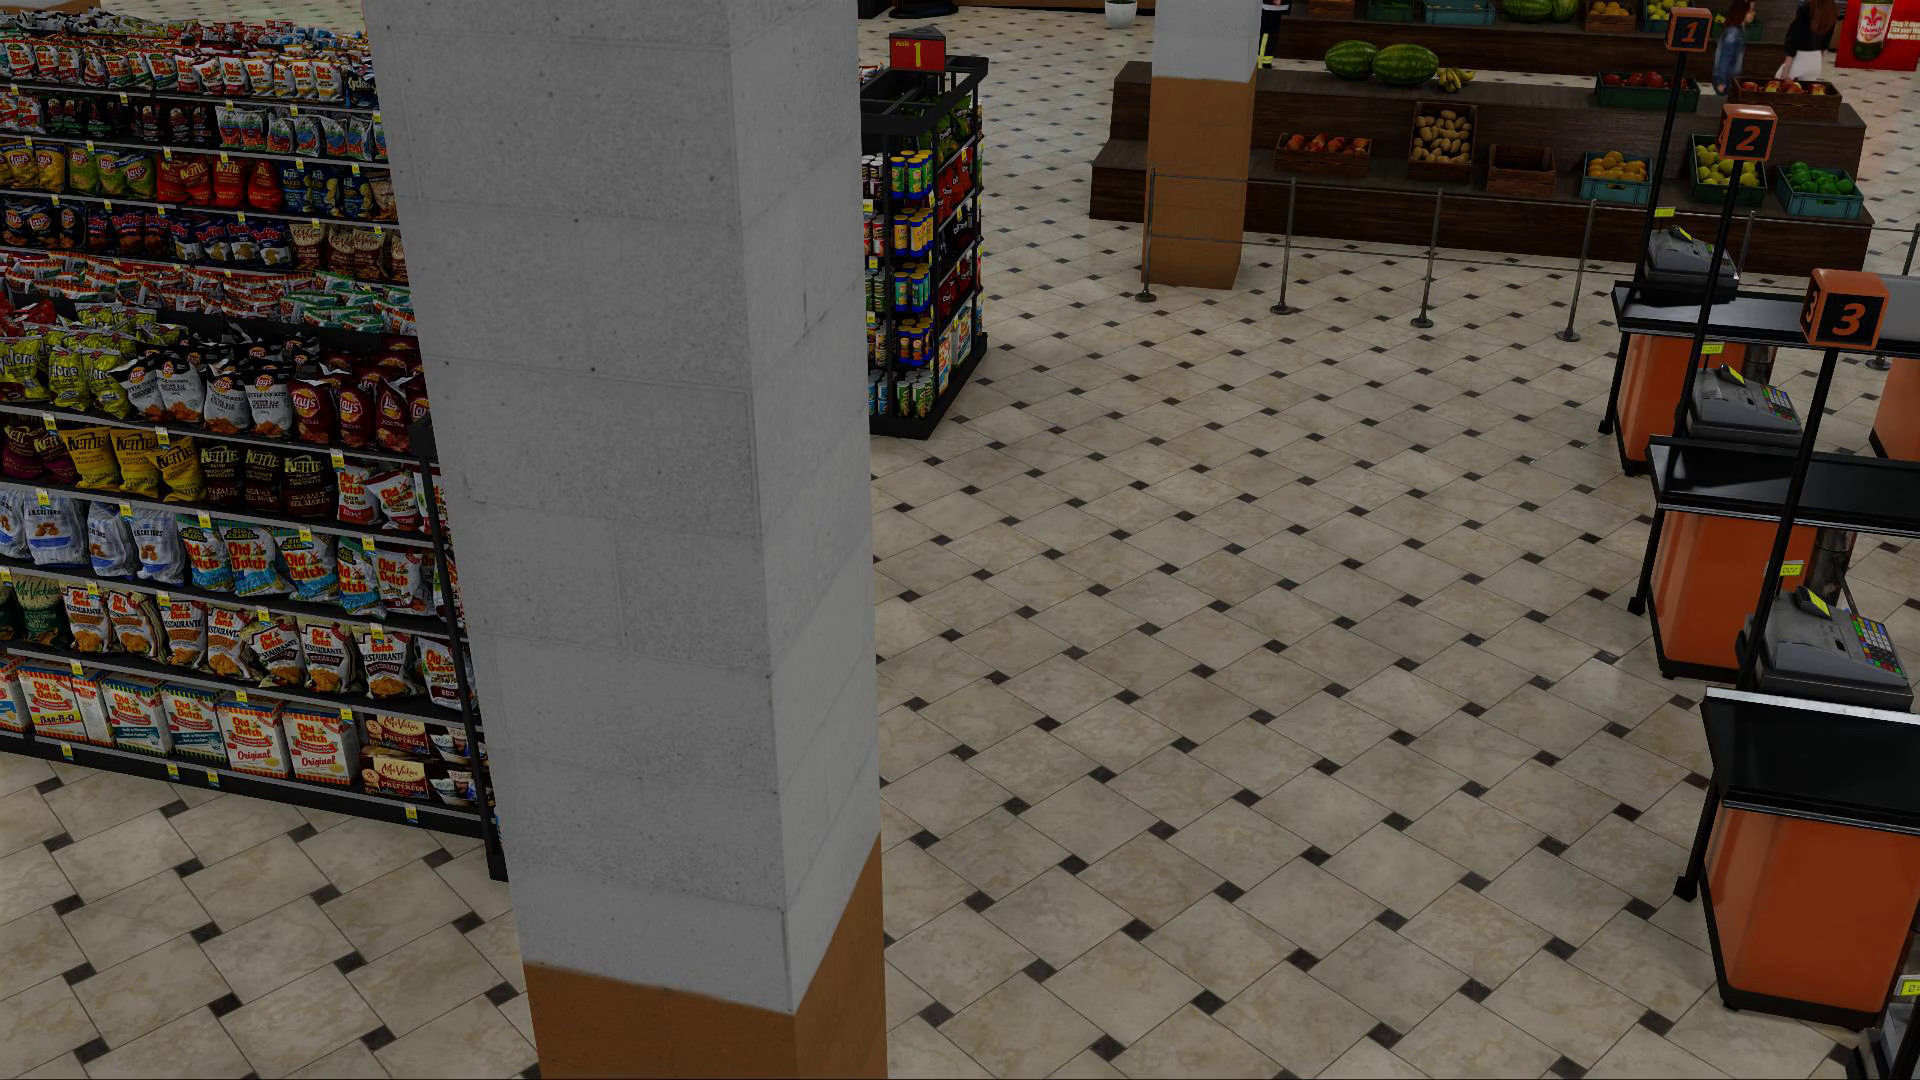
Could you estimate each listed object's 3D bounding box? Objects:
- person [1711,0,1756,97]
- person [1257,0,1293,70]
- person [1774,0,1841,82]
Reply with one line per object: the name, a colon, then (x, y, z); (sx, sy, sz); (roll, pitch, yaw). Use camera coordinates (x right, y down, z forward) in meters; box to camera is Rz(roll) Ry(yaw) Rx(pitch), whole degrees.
person: (7.026, -4.285, 15.428); (0.764, 1.470, 0.711); (14, 32, 24)
person: (3.394, -5.979, 17.999); (0.684, 1.979, 0.793); (4, 29, 7)
person: (7.807, -4.348, 15.312); (0.762, 1.691, 0.818); (-5, 29, -8)
